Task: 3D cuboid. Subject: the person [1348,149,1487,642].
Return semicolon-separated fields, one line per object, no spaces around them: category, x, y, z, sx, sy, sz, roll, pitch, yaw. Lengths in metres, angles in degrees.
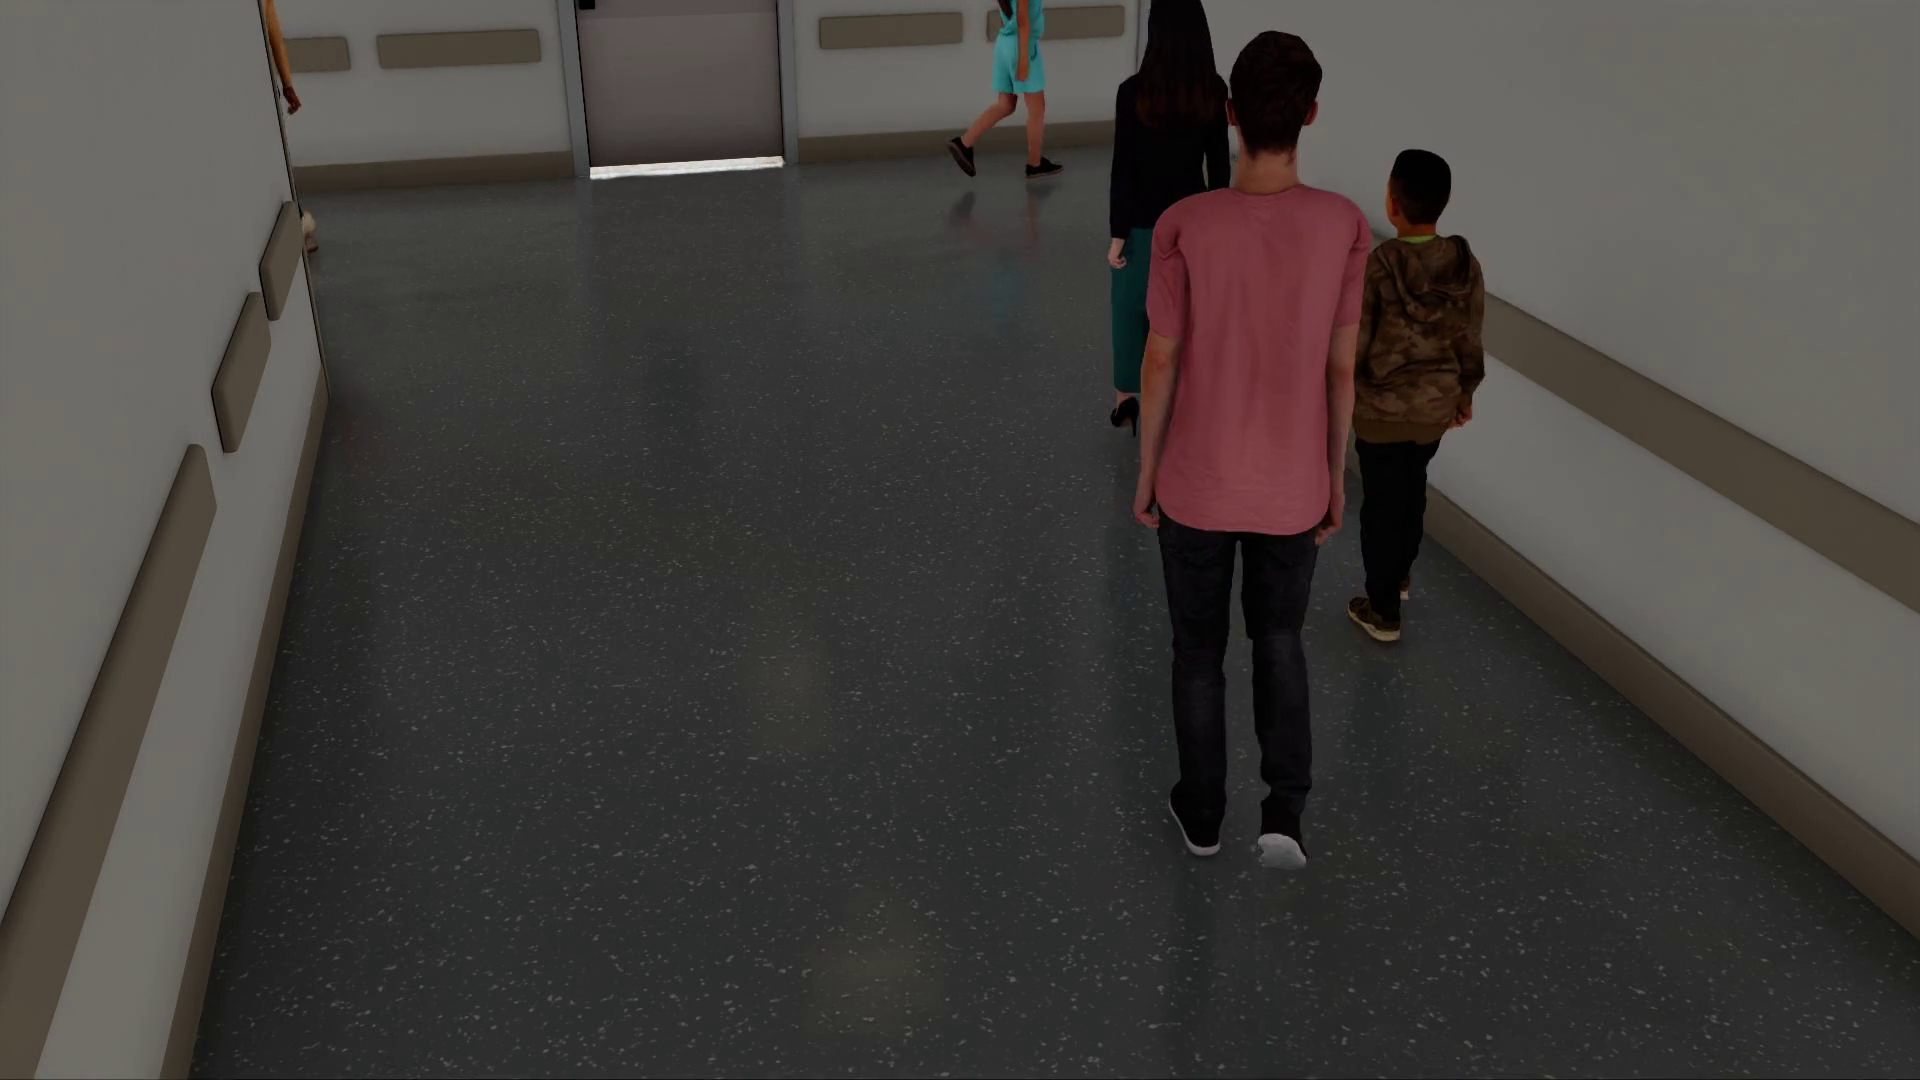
person;1.326;-0.377;4.838;0.591;1.440;0.645;-6;26;-12

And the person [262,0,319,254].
person;-3.585;-2.275;8.553;1.107;1.633;1.040;14;29;26

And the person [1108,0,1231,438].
person;0.756;-1.029;5.888;1.057;1.703;0.723;-5;26;-9

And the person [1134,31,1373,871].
person;0.623;-0.075;3.631;0.859;1.945;0.780;-1;26;-3

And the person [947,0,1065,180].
person;0.280;-2.924;10.007;1.005;1.539;0.629;-10;28;-20
